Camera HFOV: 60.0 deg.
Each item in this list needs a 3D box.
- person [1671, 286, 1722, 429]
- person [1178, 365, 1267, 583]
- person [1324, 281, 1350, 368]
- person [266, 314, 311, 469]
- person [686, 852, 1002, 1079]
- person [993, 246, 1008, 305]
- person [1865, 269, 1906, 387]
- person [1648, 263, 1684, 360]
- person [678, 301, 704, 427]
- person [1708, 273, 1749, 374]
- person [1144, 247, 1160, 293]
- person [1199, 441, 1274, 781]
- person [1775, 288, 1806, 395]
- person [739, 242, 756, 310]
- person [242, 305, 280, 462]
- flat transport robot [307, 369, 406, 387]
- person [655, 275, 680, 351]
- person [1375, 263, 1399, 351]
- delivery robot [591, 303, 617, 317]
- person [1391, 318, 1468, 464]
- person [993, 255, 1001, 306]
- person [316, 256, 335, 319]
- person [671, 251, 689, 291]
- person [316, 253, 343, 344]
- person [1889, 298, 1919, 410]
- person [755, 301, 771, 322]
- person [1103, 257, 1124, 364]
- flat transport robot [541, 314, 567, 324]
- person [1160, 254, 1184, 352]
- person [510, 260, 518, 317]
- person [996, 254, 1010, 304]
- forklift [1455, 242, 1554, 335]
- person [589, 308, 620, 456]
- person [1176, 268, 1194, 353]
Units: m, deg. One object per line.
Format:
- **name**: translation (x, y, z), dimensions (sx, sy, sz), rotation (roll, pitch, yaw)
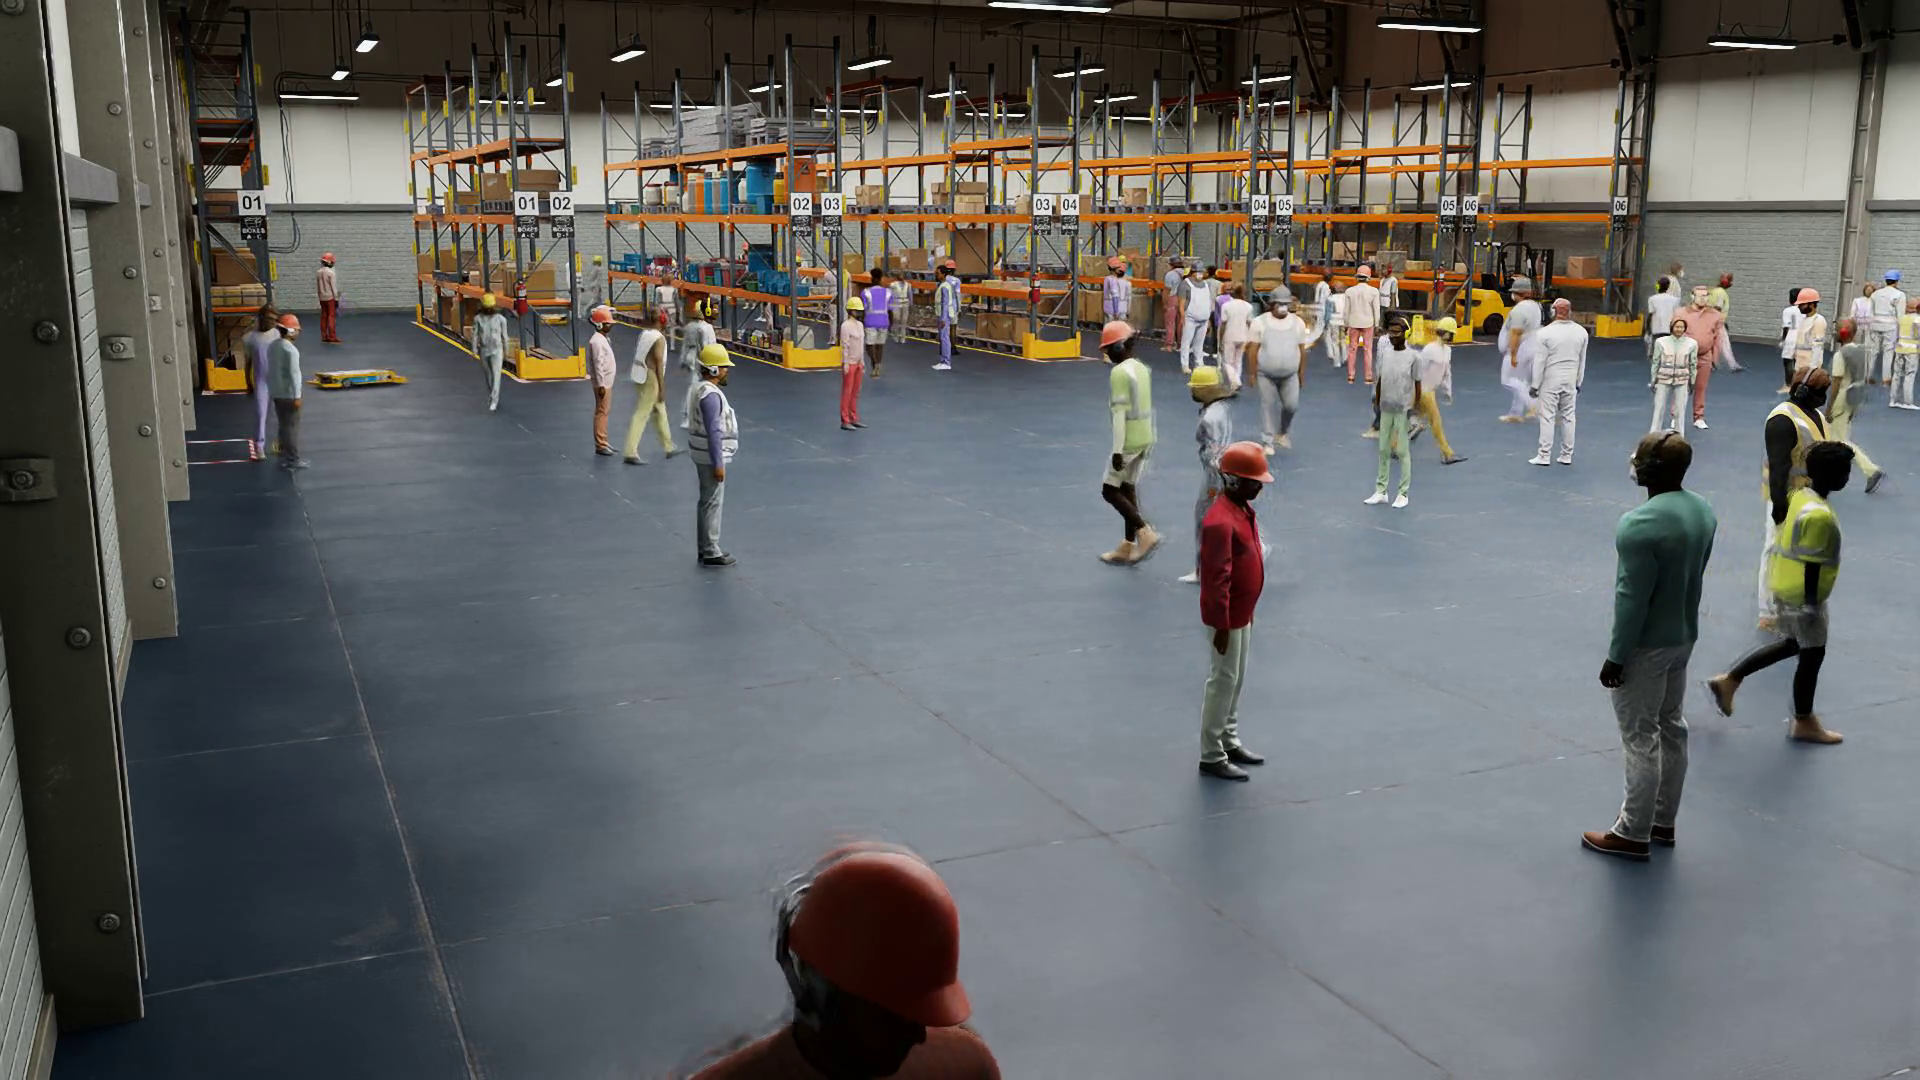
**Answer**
- **person**: translation (9.838, -2.441, 22.267), dimensions (0.642, 1.913, 0.409), rotation (1, 11, 7)
- **person**: translation (2.034, -0.499, 12.883), dimensions (0.593, 1.717, 0.494), rotation (3, 11, 13)
- **person**: translation (7.049, -4.026, 31.067), dimensions (0.518, 1.620, 0.488), rotation (-2, 11, -8)
- **person**: translation (-7.580, -1.670, 18.788), dimensions (0.616, 1.741, 0.378), rotation (8, 14, 36)
- **person**: translation (-0.256, 1.384, 2.754), dimensions (0.653, 1.941, 0.942), rotation (-6, 12, -26)
- **person**: translation (1.164, -7.874, 49.964), dimensions (0.586, 1.886, 0.342), rotation (-3, 11, -14)
- **person**: translation (15.465, -3.536, 27.773), dimensions (0.421, 1.939, 0.609), rotation (-6, 12, -27)
- **person**: translation (13.940, -4.414, 32.306), dimensions (0.994, 1.892, 0.649), rotation (4, 12, 19)
- **person**: translation (-3.534, -2.388, 22.588), dimensions (0.558, 1.680, 0.925), rotation (8, 14, 35)
- **person**: translation (13.710, -3.873, 29.853), dimensions (0.963, 1.792, 0.571), rotation (2, 11, 10)
- **person**: translation (4.893, -6.450, 42.348), dimensions (0.412, 2.034, 0.603), rotation (-3, 11, -13)
- **person**: translation (1.407, 0.355, 8.496), dimensions (0.348, 1.740, 0.575), rotation (4, 12, 21)
- **person**: translation (13.259, -3.162, 26.478), dimensions (0.540, 1.695, 0.317), rotation (-5, 12, -25)
- **person**: translation (-6.298, -7.855, 49.482), dimensions (0.612, 2.033, 0.411), rotation (3, 12, 15)
- **person**: translation (-8.144, -1.854, 19.566), dimensions (0.509, 1.806, 0.656), rotation (-7, 13, -32)
- **flat transport robot**: translation (-10.099, -2.716, 27.844), dimensions (1.431, 0.197, 0.652), rotation (-11, 16, -43)
- **person**: translation (-6.125, -4.751, 34.820), dimensions (0.539, 1.586, 0.878), rotation (-4, 12, -20)
- **person**: translation (8.908, -4.833, 34.626), dimensions (0.389, 1.837, 0.560), rotation (-3, 12, -15)
- **delivery robot**: translation (-9.240, -5.919, 43.162), dimensions (0.477, 0.478, 0.707), rotation (6, 12, 27)
- **person**: translation (5.418, -1.726, 19.205), dimensions (0.987, 1.684, 0.526), rotation (9, 14, 39)
- **person**: translation (1.075, -7.719, 49.817), dimensions (0.277, 1.627, 0.502), rotation (-5, 12, -24)
- **person**: translation (-16.844, -6.649, 44.096), dimensions (0.558, 1.732, 0.577), rotation (1, 11, 7)
- **person**: translation (-7.592, -6.939, 45.114), dimensions (0.382, 1.917, 0.585), rotation (8, 14, 36)
- **person**: translation (-13.937, -5.328, 36.754), dimensions (0.623, 1.989, 0.405), rotation (7, 13, 32)
- **person**: translation (13.964, -2.740, 24.485), dimensions (0.310, 1.636, 0.523), rotation (-3, 12, -16)
- **person**: translation (-5.256, -6.764, 44.258), dimensions (0.400, 1.905, 0.643), rotation (-6, 13, -27)
- **person**: translation (2.932, -4.377, 31.769), dimensions (0.375, 2.043, 0.610), rotation (-2, 11, -11)
- **flat transport robot**: translation (-10.610, -5.788, 43.458), dimensions (0.652, 0.197, 1.431), rotation (-3, 11, -14)
- **person**: translation (4.479, -4.957, 34.721), dimensions (0.687, 2.000, 0.536), rotation (-8, 14, -37)
- **person**: translation (-12.279, -7.037, 46.043), dimensions (0.370, 1.755, 0.538), rotation (-5, 12, -24)
- **person**: translation (1.316, -8.095, 51.719), dimensions (0.489, 1.624, 0.528), rotation (4, 12, 21)
- **forklift**: translation (13.047, -6.049, 39.881), dimensions (2.313, 2.155, 1.214), rotation (-5, 12, -23)
- **person**: translation (-4.241, -1.888, 19.855), dimensions (0.333, 1.749, 0.575), rotation (-1, 11, -5)
- **person**: translation (4.717, -4.751, 34.436), dimensions (0.295, 1.744, 0.491), rotation (-9, 14, -38)
